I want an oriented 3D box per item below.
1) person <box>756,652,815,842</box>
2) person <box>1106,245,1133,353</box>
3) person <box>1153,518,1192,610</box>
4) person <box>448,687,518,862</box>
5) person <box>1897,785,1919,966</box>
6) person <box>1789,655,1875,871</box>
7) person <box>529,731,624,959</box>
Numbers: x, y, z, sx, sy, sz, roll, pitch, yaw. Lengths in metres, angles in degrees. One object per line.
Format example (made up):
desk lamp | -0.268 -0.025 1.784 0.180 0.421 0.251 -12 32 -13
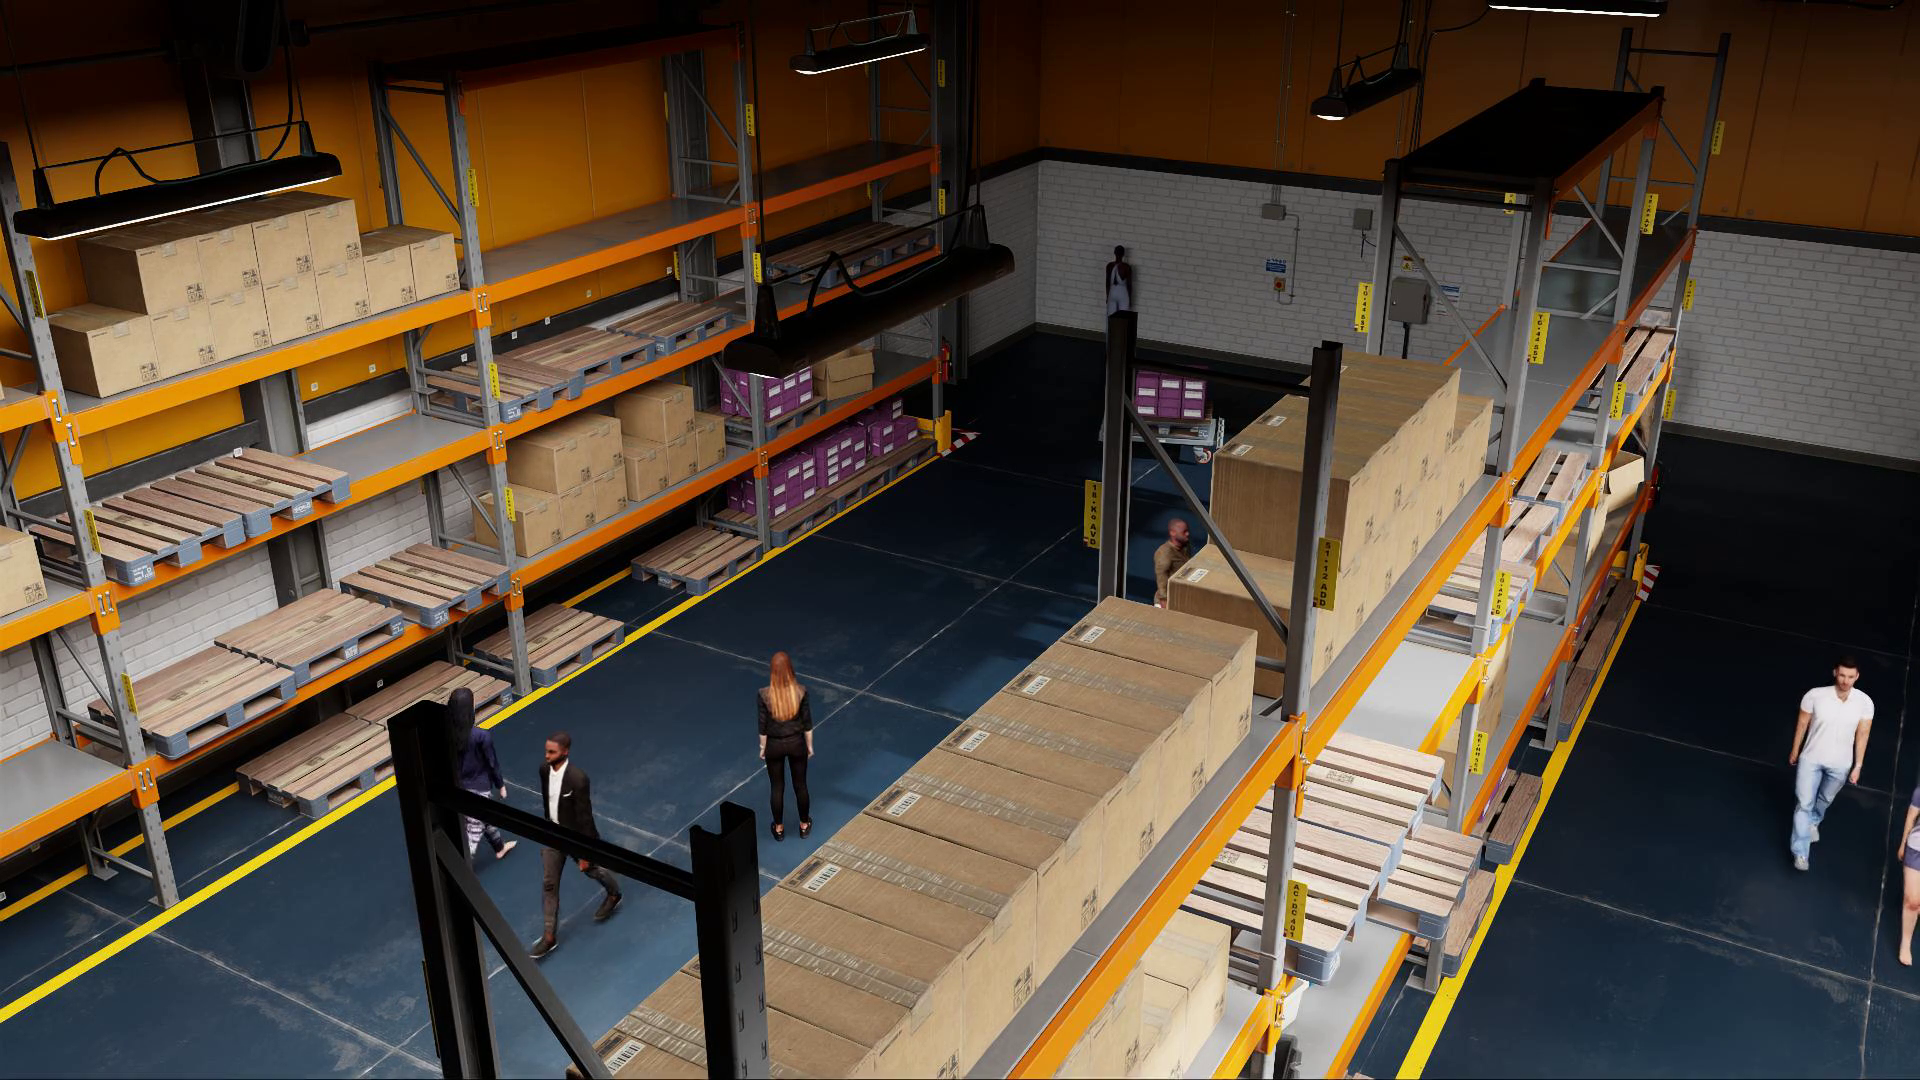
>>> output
person | -1.451 1.717 13.833 0.684 1.712 0.715 -3 24 -6
person | 2.506 -3.792 26.348 0.598 1.783 0.513 10 25 21
person | 2.060 0.629 16.182 0.789 1.825 0.527 15 28 31
person | -3.911 2.000 13.206 0.717 1.695 1.117 9 25 21
person | 7.307 2.315 12.500 0.654 1.684 1.032 10 26 22
person | 7.093 1.758 13.619 0.817 1.808 1.233 8 25 19
person | -2.885 2.231 12.606 0.674 1.753 1.153 14 27 29
